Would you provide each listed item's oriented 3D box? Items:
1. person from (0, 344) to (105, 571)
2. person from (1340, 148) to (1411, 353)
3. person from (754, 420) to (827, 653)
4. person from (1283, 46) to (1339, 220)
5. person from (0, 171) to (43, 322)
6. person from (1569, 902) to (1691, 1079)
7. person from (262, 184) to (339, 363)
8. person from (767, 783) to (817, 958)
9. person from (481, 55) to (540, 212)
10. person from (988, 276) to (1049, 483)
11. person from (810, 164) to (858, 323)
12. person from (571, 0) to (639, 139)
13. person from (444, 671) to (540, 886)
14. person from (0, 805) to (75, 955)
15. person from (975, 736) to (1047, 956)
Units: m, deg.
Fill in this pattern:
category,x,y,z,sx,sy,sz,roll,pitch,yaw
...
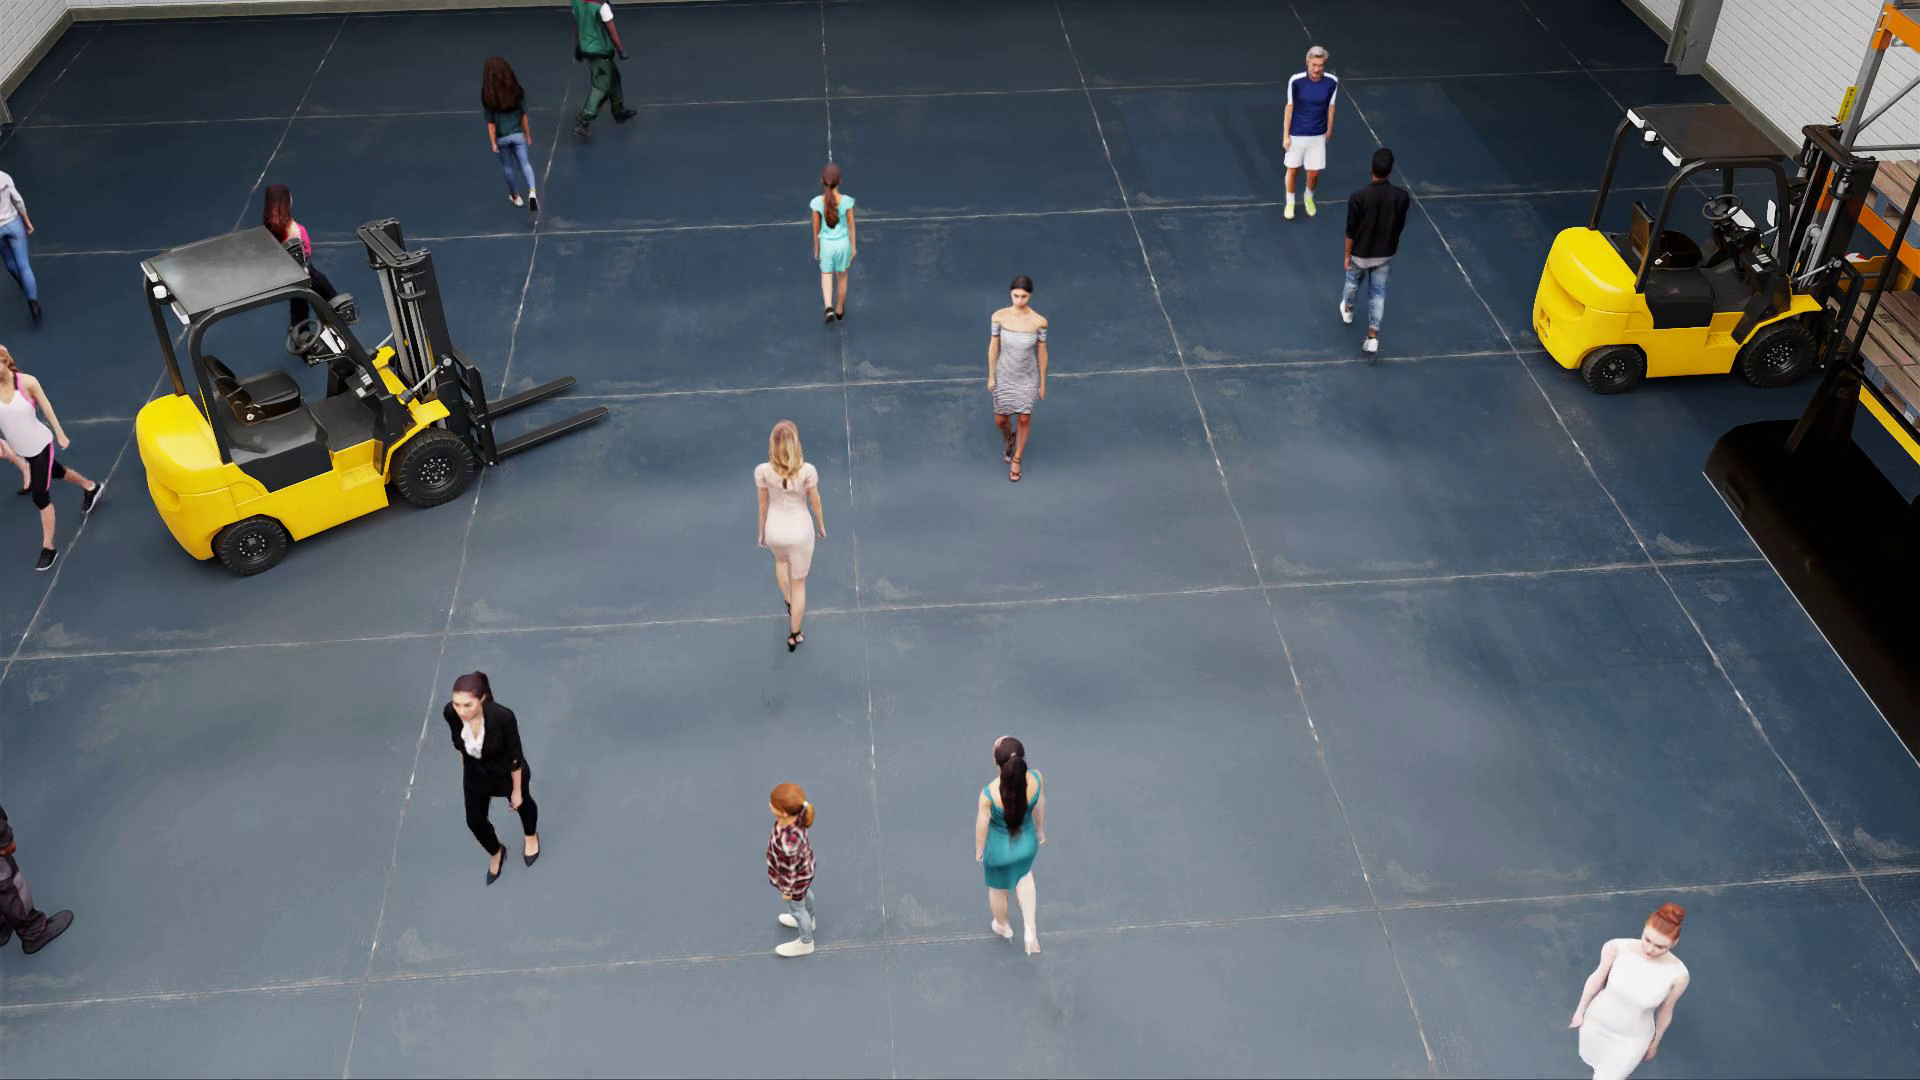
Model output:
category,x,y,z,sx,sy,sz,roll,pitch,yaw
person,-6.796,-0.742,12.298,0.777,1.735,1.238,4,39,5
person,3.600,-2.471,14.428,0.828,1.778,1.240,3,39,3
person,-1.171,0.033,11.266,0.664,1.811,0.789,3,39,4
person,3.400,-4.040,16.361,0.707,1.818,0.703,2,39,3
person,-8.536,-2.718,14.898,0.854,1.576,1.147,-16,41,-19
person,3.333,2.391,8.345,0.982,1.772,1.074,24,45,27
person,-5.727,-2.218,14.260,0.742,1.593,0.799,23,44,26
person,-0.932,1.848,9.398,0.614,1.305,0.486,2,39,3
person,-4.441,-3.974,16.455,0.827,1.598,1.020,-20,43,-23
person,0.450,-1.211,12.966,0.667,1.633,0.684,4,39,5
person,-1.113,-2.583,14.753,0.575,1.547,0.765,0,39,0
person,-3.930,-5.187,17.807,1.187,1.805,1.219,30,47,32
person,-2.700,1.309,9.803,0.658,1.642,0.728,3,39,4
person,-5.554,1.627,9.262,0.771,1.821,0.725,9,39,11
person,0.308,1.749,9.226,0.674,1.676,0.769,-14,41,-16
